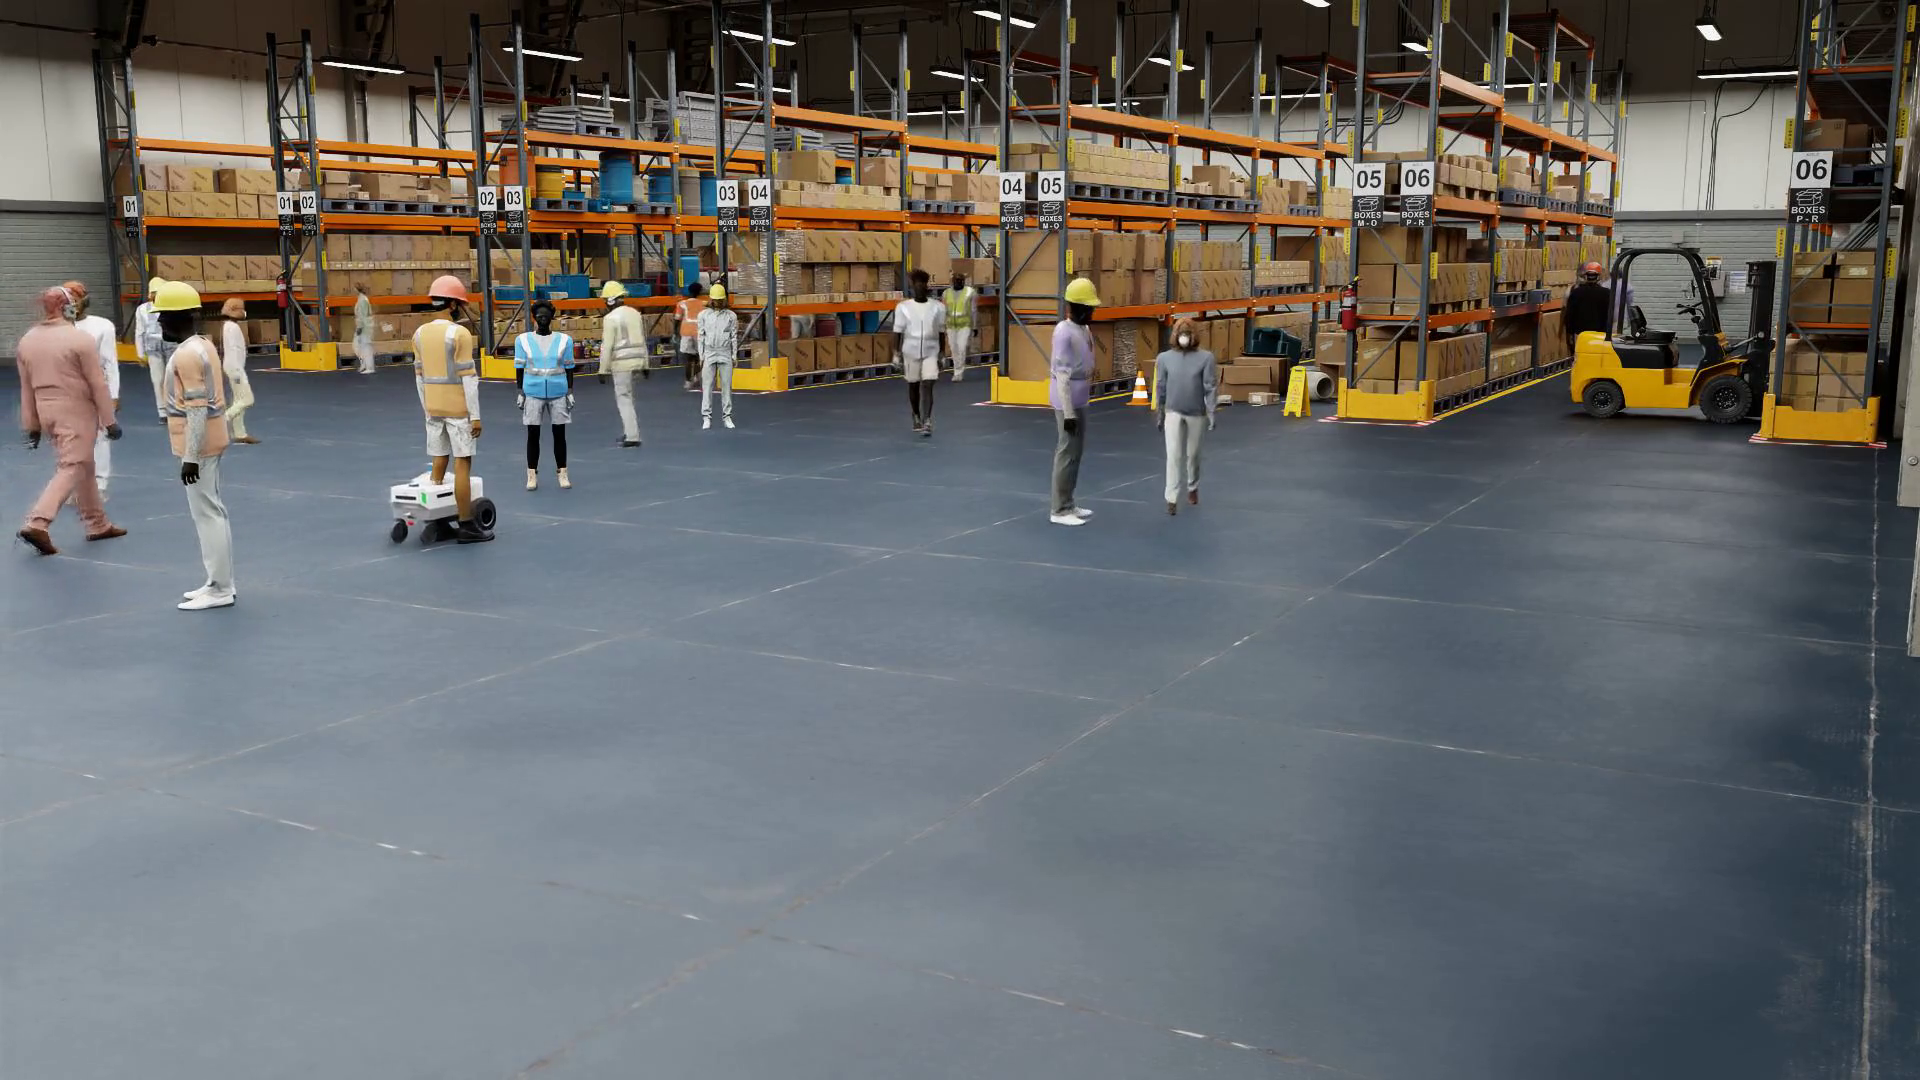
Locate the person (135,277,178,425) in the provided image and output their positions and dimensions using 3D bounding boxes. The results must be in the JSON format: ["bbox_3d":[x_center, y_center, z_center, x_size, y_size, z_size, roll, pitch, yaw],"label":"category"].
[{"bbox_3d":[-9.792,-2.316,20.449,0.614,1.818,0.431,-3,10,-18],"label":"person"}]

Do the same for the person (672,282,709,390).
[{"bbox_3d":[-4.183,-3.184,25.952,0.615,1.658,0.497,-3,10,-15],"label":"person"}]

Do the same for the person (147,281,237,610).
[{"bbox_3d":[-4.515,-0.550,9.791,0.382,1.924,0.594,-3,10,-17],"label":"person"}]

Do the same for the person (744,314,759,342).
[{"bbox_3d":[-5.054,-5.726,40.383,0.533,1.845,0.855,5,11,25],"label":"person"}]

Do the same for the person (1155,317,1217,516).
[{"bbox_3d":[1.848,-1.033,13.620,0.507,1.596,0.864,1,10,8],"label":"person"}]

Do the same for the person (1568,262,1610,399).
[{"bbox_3d":[9.112,-3.013,24.060,0.605,1.986,0.402,7,12,37],"label":"person"}]

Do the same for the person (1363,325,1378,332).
[{"bbox_3d":[9.280,-5.280,37.581,0.713,1.888,0.655,6,11,32],"label":"person"}]

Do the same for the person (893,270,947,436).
[{"bbox_3d":[-0.469,-2.184,19.398,0.628,1.917,1.017,0,10,-2],"label":"person"}]

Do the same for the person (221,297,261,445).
[{"bbox_3d":[-7.942,-1.841,18.220,0.403,1.618,0.528,-4,11,-23],"label":"person"}]

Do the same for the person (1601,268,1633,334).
[{"bbox_3d":[11.969,-4.052,30.433,0.652,1.878,1.027,5,11,25],"label":"person"}]

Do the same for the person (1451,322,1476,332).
[{"bbox_3d":[9.660,-4.378,31.983,0.614,2.013,0.907,4,10,21],"label":"person"}]

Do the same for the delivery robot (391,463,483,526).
[{"bbox_3d":[-3.841,-0.328,12.229,0.477,0.478,0.707,4,10,22],"label":"delivery robot"}]

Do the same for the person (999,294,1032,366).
[{"bbox_3d":[0.968,-3.750,28.865,0.585,1.818,0.807,0,10,0],"label":"person"}]

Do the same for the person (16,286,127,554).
[{"bbox_3d":[-6.368,-0.860,11.796,0.633,1.871,0.967,4,10,22],"label":"person"}]

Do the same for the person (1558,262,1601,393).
[{"bbox_3d":[9.553,-3.294,25.525,0.880,2.000,0.690,-9,13,-43],"label":"person"}]

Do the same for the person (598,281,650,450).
[{"bbox_3d":[-3.641,-1.875,17.911,0.550,1.803,0.654,4,11,24],"label":"person"}]

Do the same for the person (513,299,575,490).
[{"bbox_3d":[-3.686,-1.290,14.792,0.535,1.700,0.318,-3,10,-17],"label":"person"}]

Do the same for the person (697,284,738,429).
[{"bbox_3d":[-2.912,-2.204,20.036,0.484,1.736,0.308,-3,10,-15],"label":"person"}]

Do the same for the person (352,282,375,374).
[{"bbox_3d":[-10.572,-3.737,29.350,0.428,1.624,0.517,-5,11,-25],"label":"person"}]

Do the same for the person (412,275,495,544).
[{"bbox_3d":[-3.672,-0.935,12.030,0.543,1.934,0.362,5,11,27],"label":"person"}]

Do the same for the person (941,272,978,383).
[{"bbox_3d":[-0.075,-3.481,27.300,0.664,1.803,0.840,3,10,19],"label":"person"}]

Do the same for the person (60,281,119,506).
[{"bbox_3d":[-7.296,-1.205,13.824,0.581,1.865,0.649,-3,10,-14],"label":"person"}]

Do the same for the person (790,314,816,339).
[{"bbox_3d":[-2.832,-4.004,30.141,0.633,1.885,1.024,4,10,21],"label":"person"}]

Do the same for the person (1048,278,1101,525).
[{"bbox_3d":[0.904,-1.063,12.903,0.436,1.893,0.704,3,10,18],"label":"person"}]
